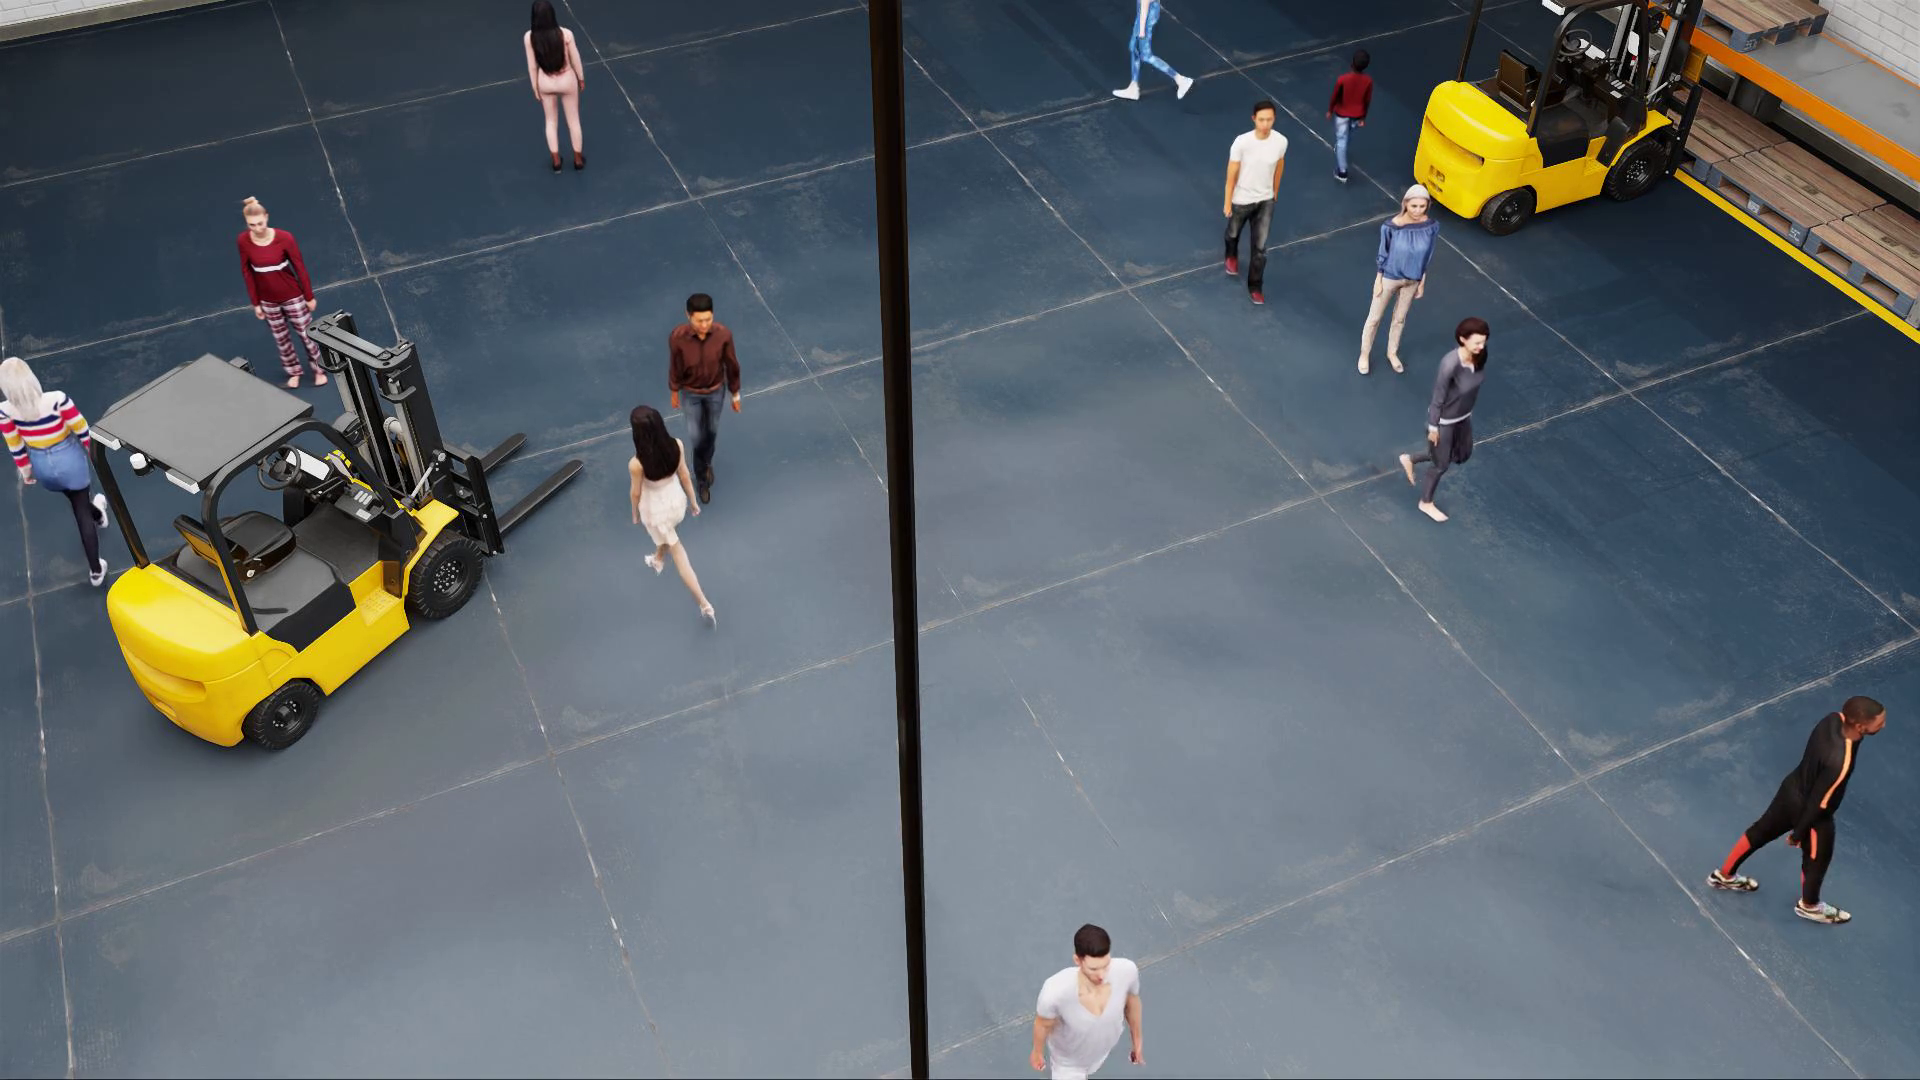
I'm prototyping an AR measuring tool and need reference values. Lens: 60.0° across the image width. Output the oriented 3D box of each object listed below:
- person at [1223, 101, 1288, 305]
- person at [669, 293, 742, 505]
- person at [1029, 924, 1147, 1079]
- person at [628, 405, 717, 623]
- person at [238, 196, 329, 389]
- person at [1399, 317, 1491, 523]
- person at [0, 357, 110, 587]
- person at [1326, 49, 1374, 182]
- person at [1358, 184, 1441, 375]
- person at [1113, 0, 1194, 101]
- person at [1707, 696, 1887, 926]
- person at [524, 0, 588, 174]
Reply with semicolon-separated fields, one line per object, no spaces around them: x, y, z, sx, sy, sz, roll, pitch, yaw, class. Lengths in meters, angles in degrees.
2.456;-2.952;14.133;0.929;1.760;1.213;-3;44;-3;person
-1.897;-1.140;12.230;0.722;1.752;0.767;-10;45;-10;person
0.587;2.448;8.405;0.709;1.833;0.982;-17;46;-17;person
-1.940;-0.115;11.206;0.796;1.680;1.146;-30;51;-27;person
-5.347;-1.937;13.105;0.669;1.700;0.599;-6;44;-7;person
3.461;-0.930;12.005;0.747;1.758;0.868;-32;52;-29;person
-6.226;-0.457;11.508;0.797;1.758;1.178;-10;45;-11;person
3.652;-3.961;15.572;0.696;1.226;0.934;-3;44;-3;person
3.496;-2.082;13.266;0.684;1.697;0.677;-3;44;-3;person
1.933;-5.103;16.392;1.052;1.760;1.025;13;45;13;person
4.712;1.483;9.455;1.055;1.782;1.052;7;44;7;person
-3.732;-4.206;15.472;0.708;1.719;0.683;-4;44;-5;person
